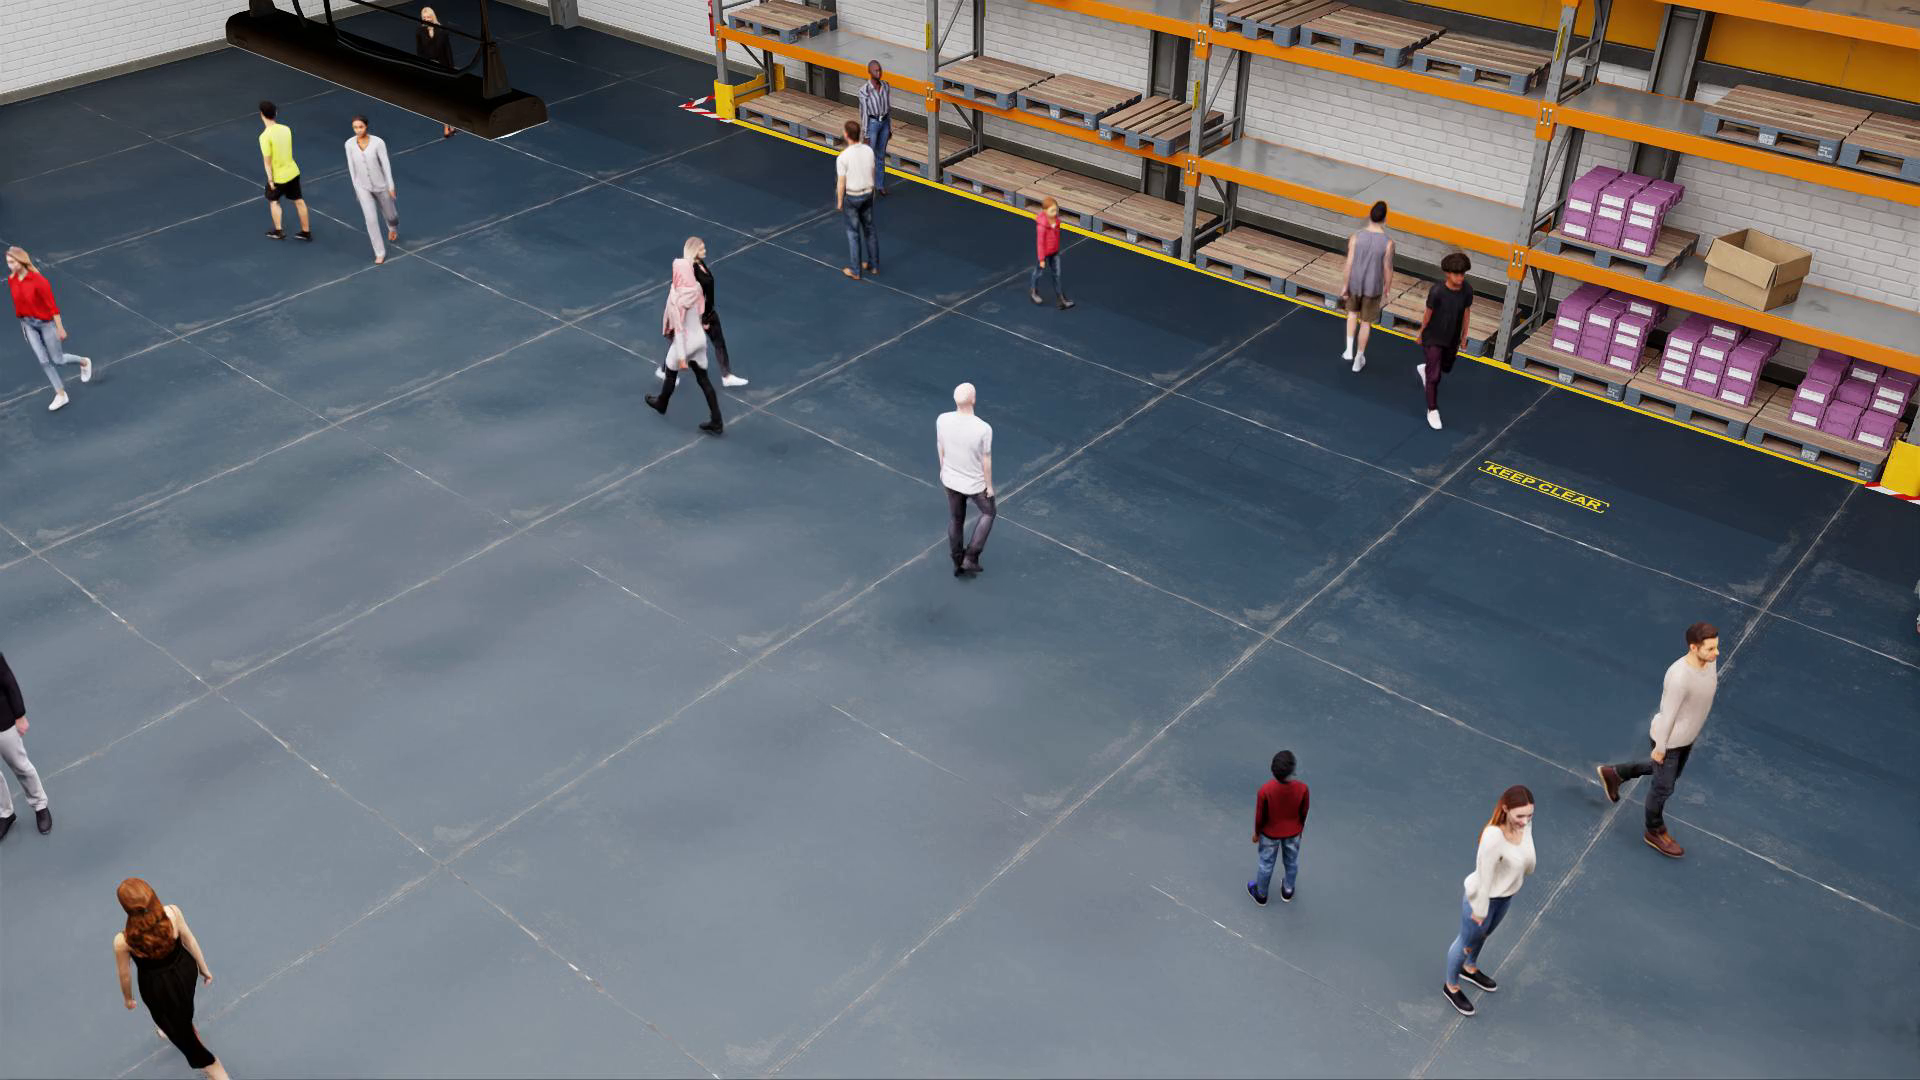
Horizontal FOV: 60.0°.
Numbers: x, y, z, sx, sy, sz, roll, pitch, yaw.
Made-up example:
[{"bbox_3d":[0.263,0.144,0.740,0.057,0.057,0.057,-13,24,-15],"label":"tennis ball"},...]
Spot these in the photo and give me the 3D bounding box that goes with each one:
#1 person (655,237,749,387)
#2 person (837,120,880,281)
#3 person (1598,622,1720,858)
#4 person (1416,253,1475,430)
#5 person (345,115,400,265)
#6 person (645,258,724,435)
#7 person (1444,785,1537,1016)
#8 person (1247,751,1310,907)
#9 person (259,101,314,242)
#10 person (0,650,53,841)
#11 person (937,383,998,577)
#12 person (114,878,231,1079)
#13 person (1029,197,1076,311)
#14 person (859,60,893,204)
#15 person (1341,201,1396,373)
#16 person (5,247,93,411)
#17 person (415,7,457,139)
[{"bbox_3d":[-2.745,-2.244,16.777,1.242,1.642,0.980,5,34,8],"label":"person"},{"bbox_3d":[-1.165,-3.900,19.080,0.718,1.851,0.663,-22,39,-29],"label":"person"},{"bbox_3d":[4.770,1.287,11.275,0.762,1.852,1.041,-25,41,-32],"label":"person"},{"bbox_3d":[4.722,-2.040,16.376,1.039,1.747,1.176,-7,34,-11],"label":"person"},{"bbox_3d":[-6.916,-4.201,19.660,1.032,1.711,1.121,-5,34,-7],"label":"person"},{"bbox_3d":[-2.532,-1.823,16.050,1.205,1.746,0.741,18,37,24],"label":"person"},{"bbox_3d":[3.224,2.149,10.122,0.653,1.693,0.609,-25,41,-32],"label":"person"},{"bbox_3d":[2.103,1.890,10.909,0.583,1.254,0.640,-3,34,-5],"label":"person"},{"bbox_3d":[-8.061,-4.394,19.982,0.864,1.676,0.715,17,37,24],"label":"person"},{"bbox_3d":[-6.634,1.245,11.348,0.733,1.841,0.750,-8,35,-12],"label":"person"},{"bbox_3d":[0.011,-0.450,13.911,0.669,1.827,0.800,16,37,23],"label":"person"},{"bbox_3d":[-4.474,2.615,9.529,1.120,1.574,0.632,21,39,28],"label":"person"},{"bbox_3d":[0.927,-3.203,18.545,0.643,1.283,0.930,-25,41,-32],"label":"person"},{"bbox_3d":[-1.068,-5.193,21.077,0.652,1.794,0.571,-28,43,-35],"label":"person"},{"bbox_3d":[4.165,-2.573,17.124,0.697,1.832,0.804,13,36,18],"label":"person"},{"bbox_3d":[-9.112,-2.153,16.598,0.917,1.690,0.898,8,34,12],"label":"person"},{"bbox_3d":[-7.198,-6.448,22.935,0.764,1.827,0.822,-4,34,-5],"label":"person"}]
